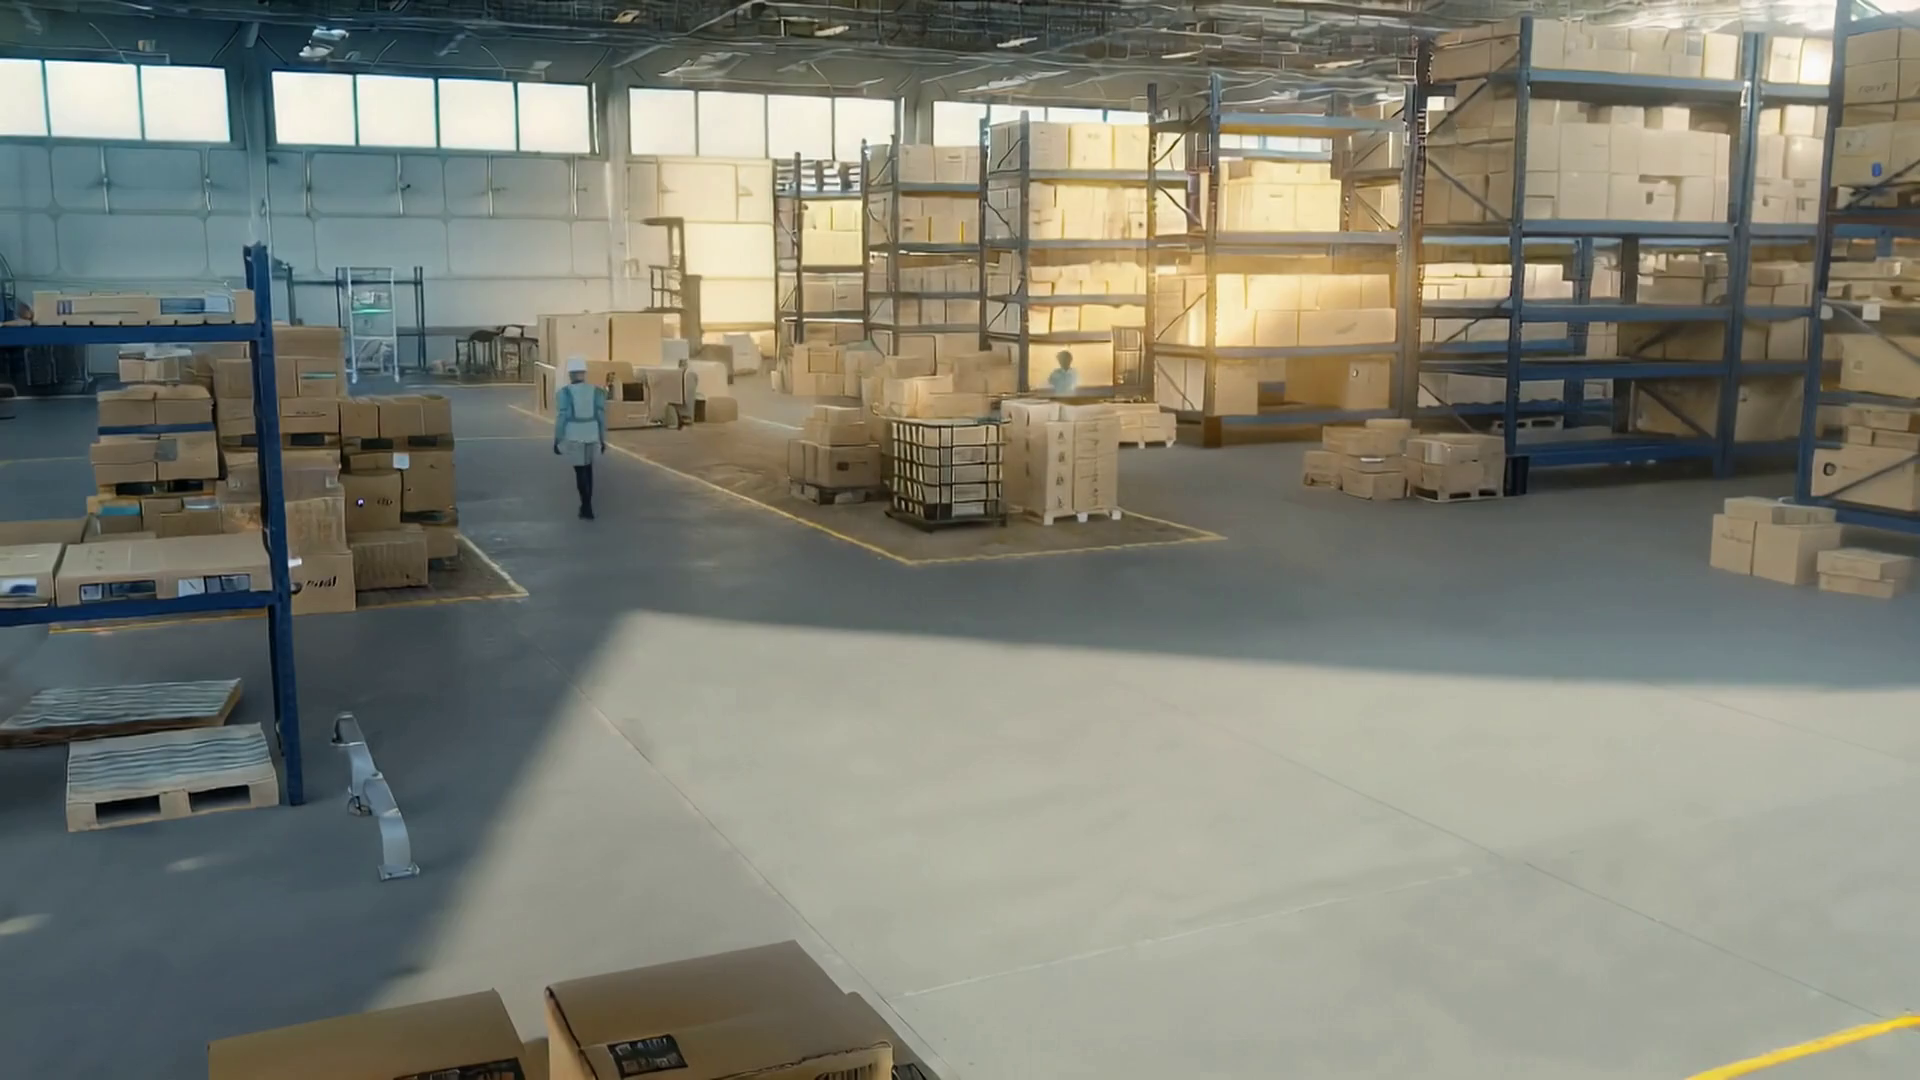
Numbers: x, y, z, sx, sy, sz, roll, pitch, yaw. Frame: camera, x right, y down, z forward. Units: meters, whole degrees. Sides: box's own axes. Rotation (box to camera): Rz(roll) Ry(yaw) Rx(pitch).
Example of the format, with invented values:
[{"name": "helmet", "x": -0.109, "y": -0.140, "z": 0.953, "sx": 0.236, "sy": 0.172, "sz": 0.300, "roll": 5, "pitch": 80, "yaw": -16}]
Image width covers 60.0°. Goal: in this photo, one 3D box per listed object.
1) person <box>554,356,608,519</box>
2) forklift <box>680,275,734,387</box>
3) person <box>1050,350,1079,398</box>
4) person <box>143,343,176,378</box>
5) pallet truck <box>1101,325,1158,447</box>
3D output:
[{"name": "person", "x": -4.518, "y": -1.217, "z": 19.637, "sx": 0.583, "sy": 1.904, "sz": 0.836, "roll": -5, "pitch": 11, "yaw": -31}, {"name": "forklift", "x": -6.686, "y": -5.206, "z": 41.389, "sx": 1.873, "sy": 2.768, "sz": 1.129, "roll": -4, "pitch": 10, "yaw": -25}, {"name": "person", "x": 1.639, "y": -2.108, "z": 25.872, "sx": 0.551, "sy": 1.677, "sz": 0.490, "roll": -5, "pitch": 10, "yaw": -27}, {"name": "person", "x": -15.756, "y": -3.326, "z": 32.789, "sx": 0.601, "sy": 1.898, "sz": 0.769, "roll": -2, "pitch": 9, "yaw": -15}, {"name": "pallet truck", "x": 2.881, "y": -2.596, "z": 27.923, "sx": 0.823, "sy": 1.965, "sz": 1.885, "roll": -1, "pitch": 9, "yaw": -7}]
